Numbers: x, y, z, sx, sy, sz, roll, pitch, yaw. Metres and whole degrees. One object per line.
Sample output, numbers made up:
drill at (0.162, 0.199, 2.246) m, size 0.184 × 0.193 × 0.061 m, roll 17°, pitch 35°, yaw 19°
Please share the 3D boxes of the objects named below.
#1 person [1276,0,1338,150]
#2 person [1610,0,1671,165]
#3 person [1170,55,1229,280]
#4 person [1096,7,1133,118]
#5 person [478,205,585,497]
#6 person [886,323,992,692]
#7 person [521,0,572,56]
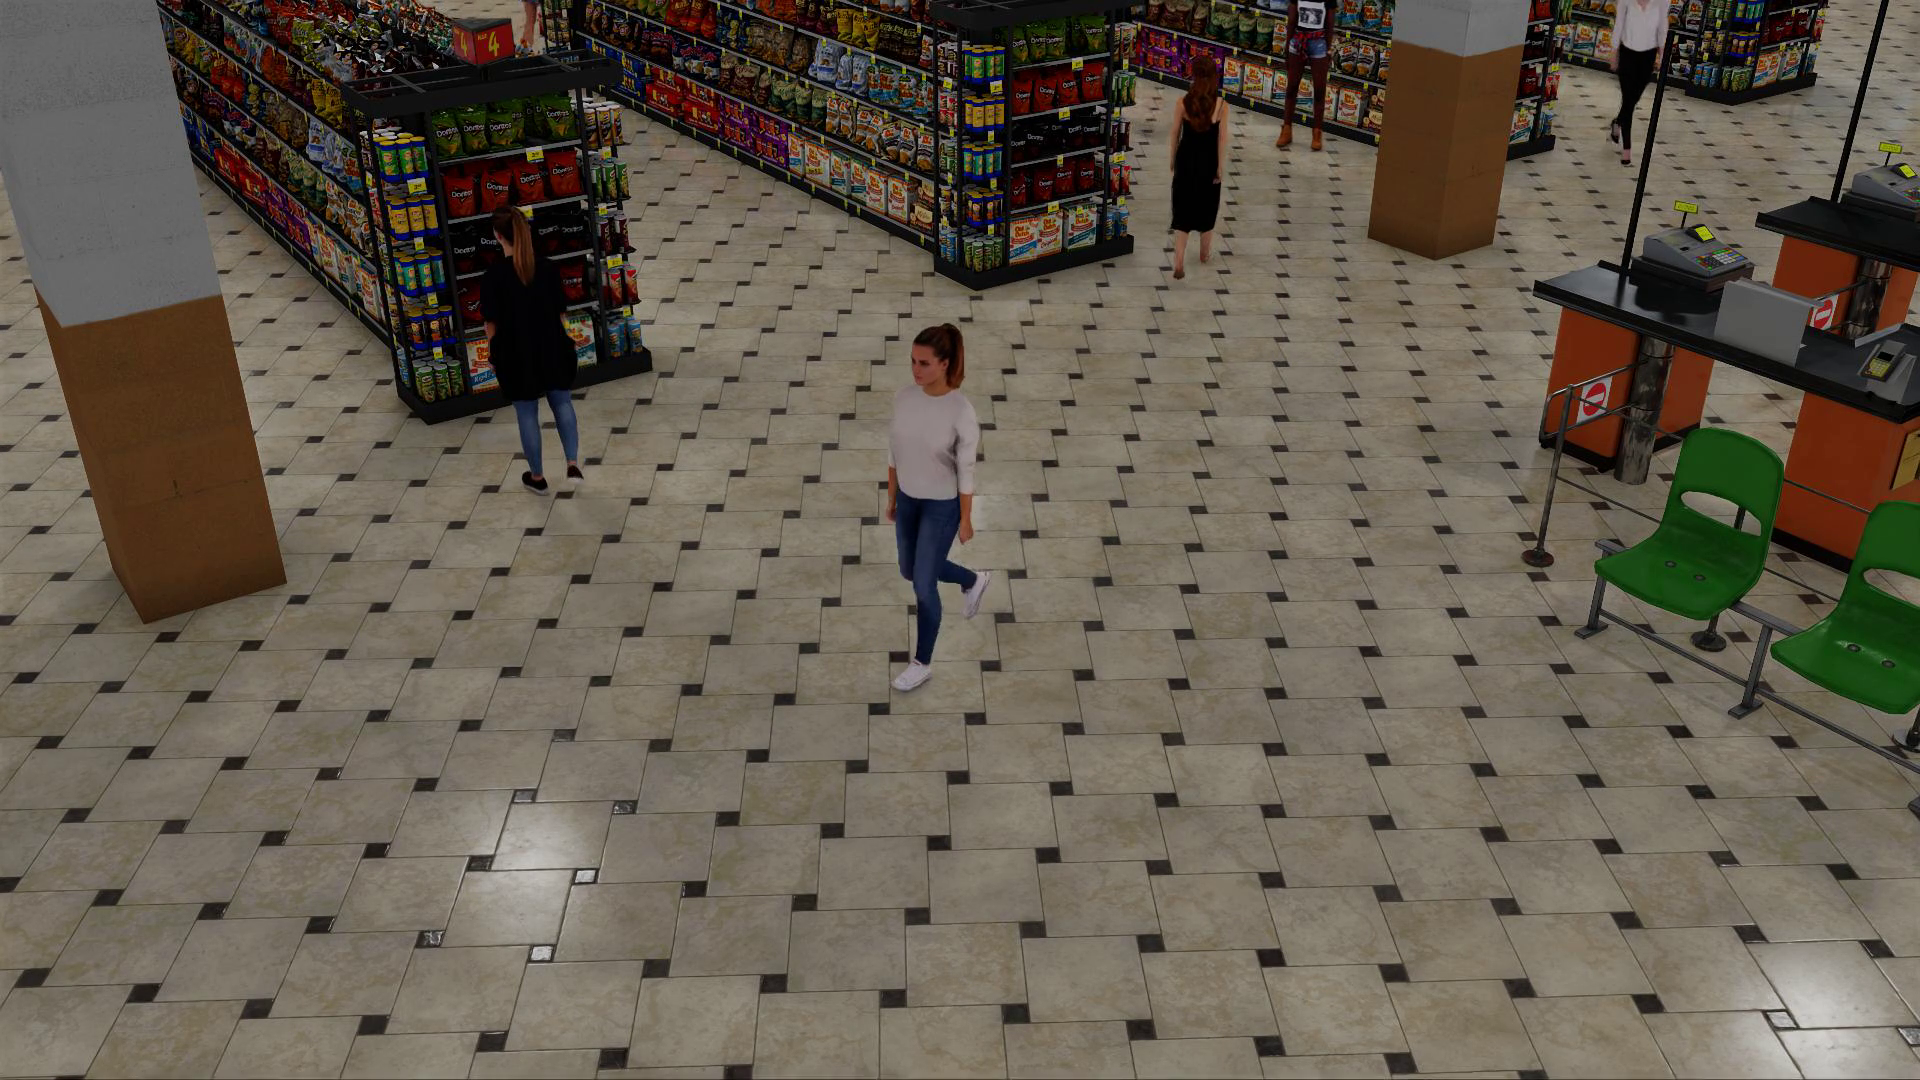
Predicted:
person at (3.221, -4.488, 15.360) m, size 0.680 × 1.721 × 0.764 m, roll 12°, pitch 31°, yaw 21°
person at (6.110, -4.321, 15.067) m, size 1.086 × 1.710 × 1.168 m, roll 2°, pitch 29°, yaw 4°
person at (1.730, -2.708, 12.231) m, size 0.973 × 1.596 × 1.061 m, roll 4°, pitch 29°, yaw 8°
person at (1.545, -4.957, 16.221) m, size 0.637 × 1.720 × 0.660 m, roll -15°, pitch 32°, yaw -26°
person at (-2.287, -0.980, 8.981) m, size 0.673 × 1.677 × 0.714 m, roll -16°, pitch 32°, yaw -27°
person at (-0.084, -0.177, 7.482) m, size 0.972 × 1.704 × 0.797 m, roll 24°, pitch 37°, yaw 37°
person at (-4.777, -6.111, 18.460) m, size 0.971 × 1.601 × 0.914 m, roll 17°, pitch 33°, yaw 28°
